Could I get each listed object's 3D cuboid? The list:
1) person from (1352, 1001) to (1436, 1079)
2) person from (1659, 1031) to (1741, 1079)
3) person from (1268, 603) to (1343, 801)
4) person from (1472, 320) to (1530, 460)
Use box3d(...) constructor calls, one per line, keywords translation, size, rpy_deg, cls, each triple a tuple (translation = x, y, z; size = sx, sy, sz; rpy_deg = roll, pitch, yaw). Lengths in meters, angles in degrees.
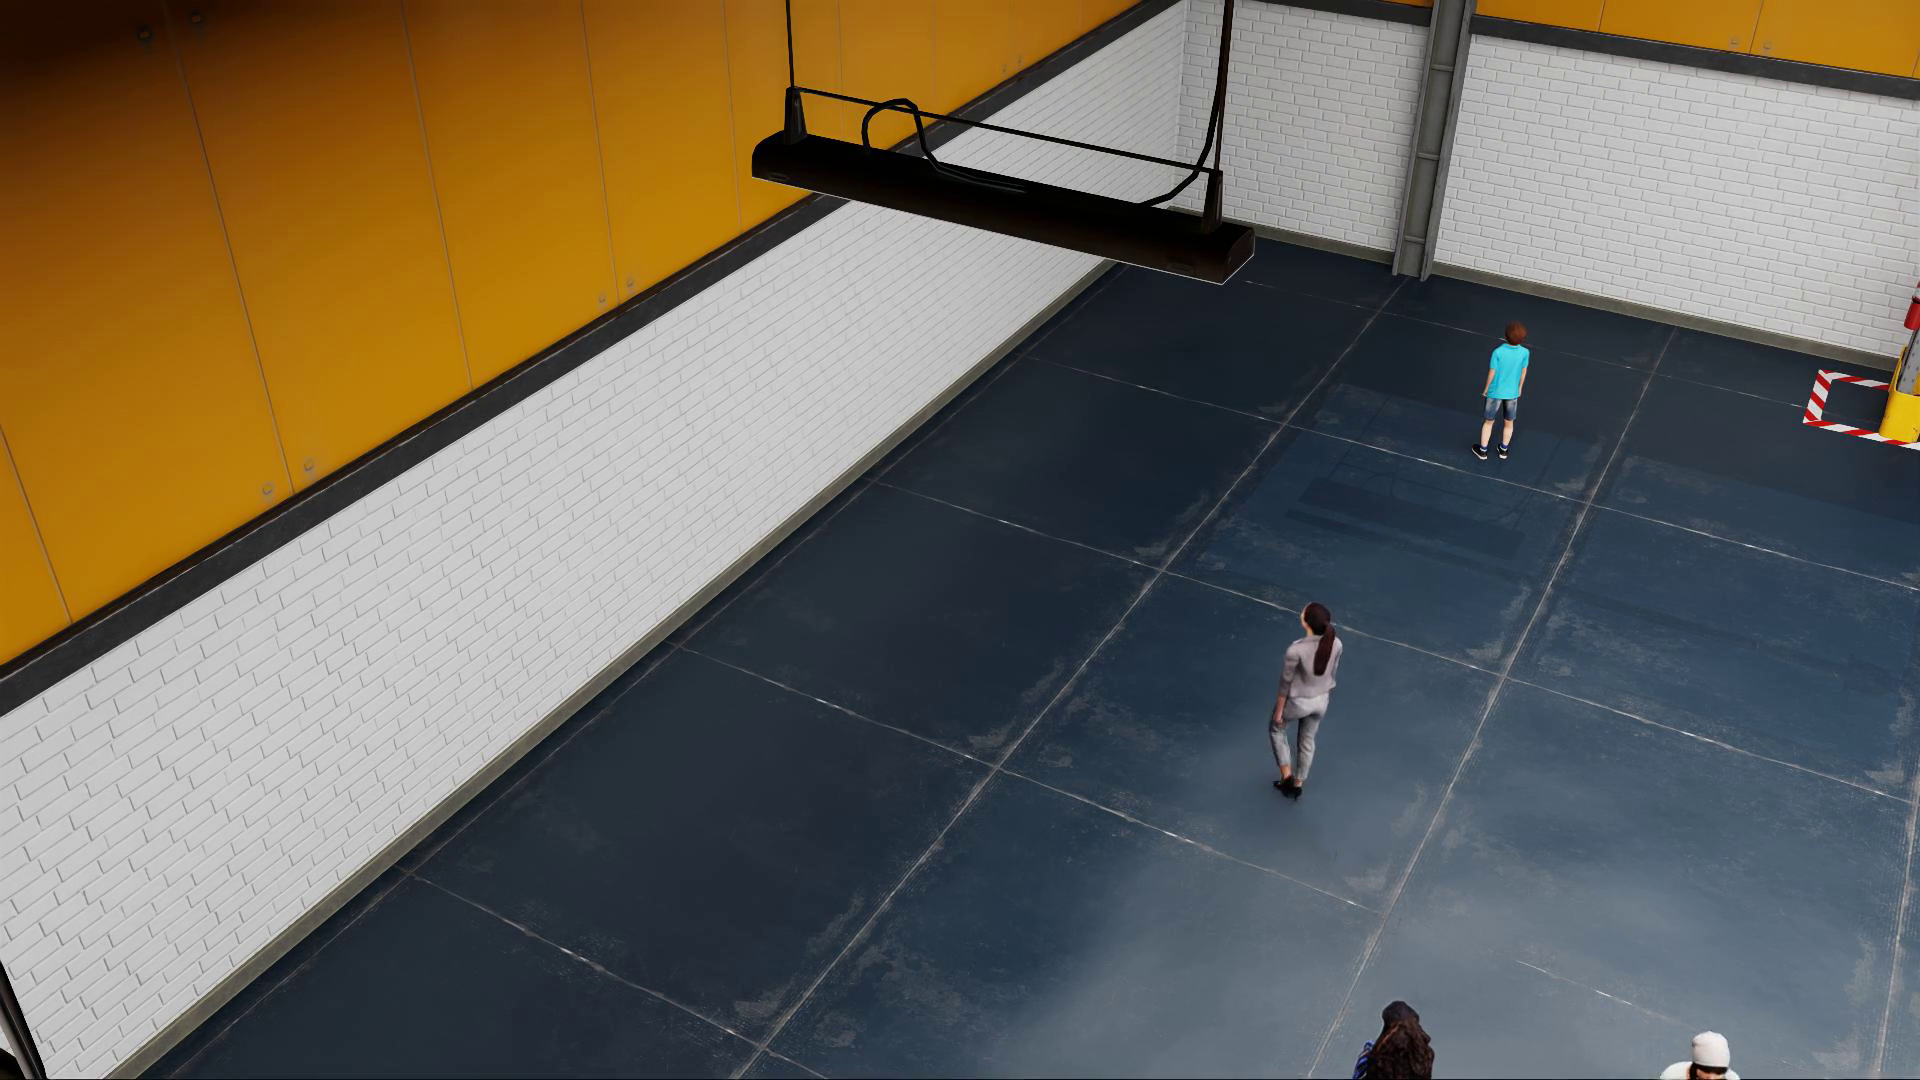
box3d(translation=(2.279, 3.067, 8.946), size=(0.676, 1.614, 0.754), rpy_deg=(-5, 34, -7), cls="person")
box3d(translation=(3.820, 3.123, 8.844), size=(0.707, 1.634, 0.772), rpy_deg=(4, 34, 5), cls="person")
box3d(translation=(2.452, 1.203, 11.704), size=(0.741, 1.665, 0.789), rpy_deg=(-11, 35, -16), cls="person")
box3d(translation=(5.194, -1.440, 15.877), size=(0.571, 1.448, 0.660), rpy_deg=(-1, 34, -2), cls="person")
